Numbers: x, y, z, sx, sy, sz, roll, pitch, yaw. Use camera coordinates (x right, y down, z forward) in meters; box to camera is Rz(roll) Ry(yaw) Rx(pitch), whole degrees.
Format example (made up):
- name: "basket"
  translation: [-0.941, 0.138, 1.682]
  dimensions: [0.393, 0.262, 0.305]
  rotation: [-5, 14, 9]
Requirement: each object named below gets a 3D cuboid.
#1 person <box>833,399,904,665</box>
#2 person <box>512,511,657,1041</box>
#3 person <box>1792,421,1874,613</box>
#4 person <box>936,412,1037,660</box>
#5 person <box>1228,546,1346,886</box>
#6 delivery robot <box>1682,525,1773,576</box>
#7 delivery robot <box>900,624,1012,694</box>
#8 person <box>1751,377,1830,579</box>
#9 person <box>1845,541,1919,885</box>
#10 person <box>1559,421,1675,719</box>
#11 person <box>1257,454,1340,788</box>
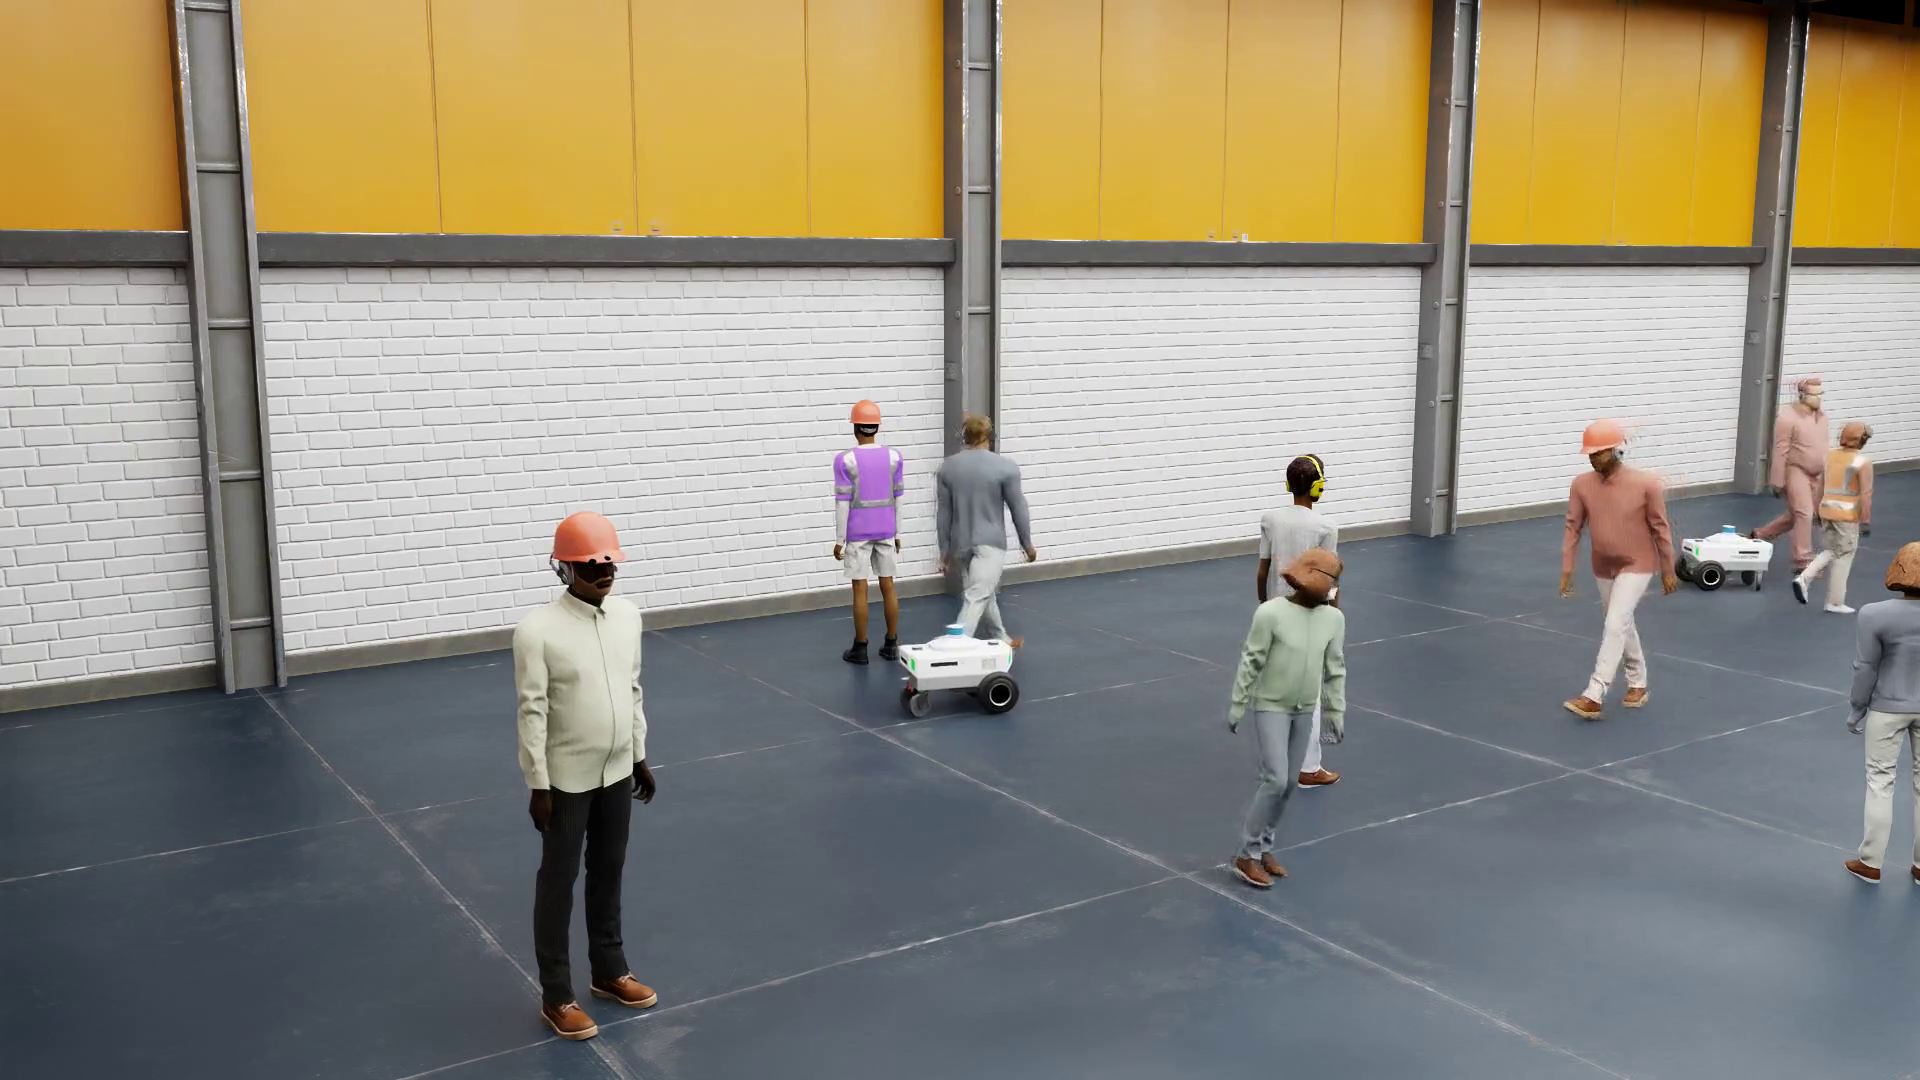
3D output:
- name: "person"
  translation: [-0.676, -0.057, 12.159]
  dimensions: [0.544, 1.939, 0.372]
  rotation: [-4, 10, -24]
- name: "person"
  translation: [-1.416, 0.876, 6.365]
  dimensions: [0.383, 1.996, 0.609]
  rotation: [7, 12, 35]
- name: "person"
  translation: [7.298, -0.181, 13.841]
  dimensions: [0.469, 1.622, 0.537]
  rotation: [-2, 10, -13]
- name: "person"
  translation: [0.156, 0.040, 11.779]
  dimensions: [0.638, 1.876, 1.080]
  rotation: [7, 12, 35]
- name: "person"
  translation: [1.557, 0.822, 7.858]
  dimensions: [0.567, 1.596, 0.423]
  rotation: [-5, 11, -28]
- name: "delivery robot"
  translation: [6.927, 0.112, 15.016]
  dimensions: [0.707, 0.478, 0.477]
  rotation: [0, 9, 1]
- name: "delivery robot"
  translation: [-0.031, 0.797, 10.892]
  dimensions: [0.707, 0.478, 0.477]
  rotation: [-3, 10, -15]
- name: "person"
  translation: [7.873, -0.608, 15.711]
  dimensions: [0.654, 1.884, 0.836]
  rotation: [-5, 11, -30]
- name: "person"
  translation: [4.443, 0.816, 7.815]
  dimensions: [0.500, 1.633, 0.284]
  rotation: [2, 10, 10]
- name: "person"
  translation: [4.214, 0.187, 10.743]
  dimensions: [1.011, 1.913, 0.618]
  rotation: [-7, 11, -34]
- name: "person"
  translation: [1.907, 0.450, 9.309]
  dimensions: [0.532, 1.871, 0.321]
  rotation: [8, 13, 41]
